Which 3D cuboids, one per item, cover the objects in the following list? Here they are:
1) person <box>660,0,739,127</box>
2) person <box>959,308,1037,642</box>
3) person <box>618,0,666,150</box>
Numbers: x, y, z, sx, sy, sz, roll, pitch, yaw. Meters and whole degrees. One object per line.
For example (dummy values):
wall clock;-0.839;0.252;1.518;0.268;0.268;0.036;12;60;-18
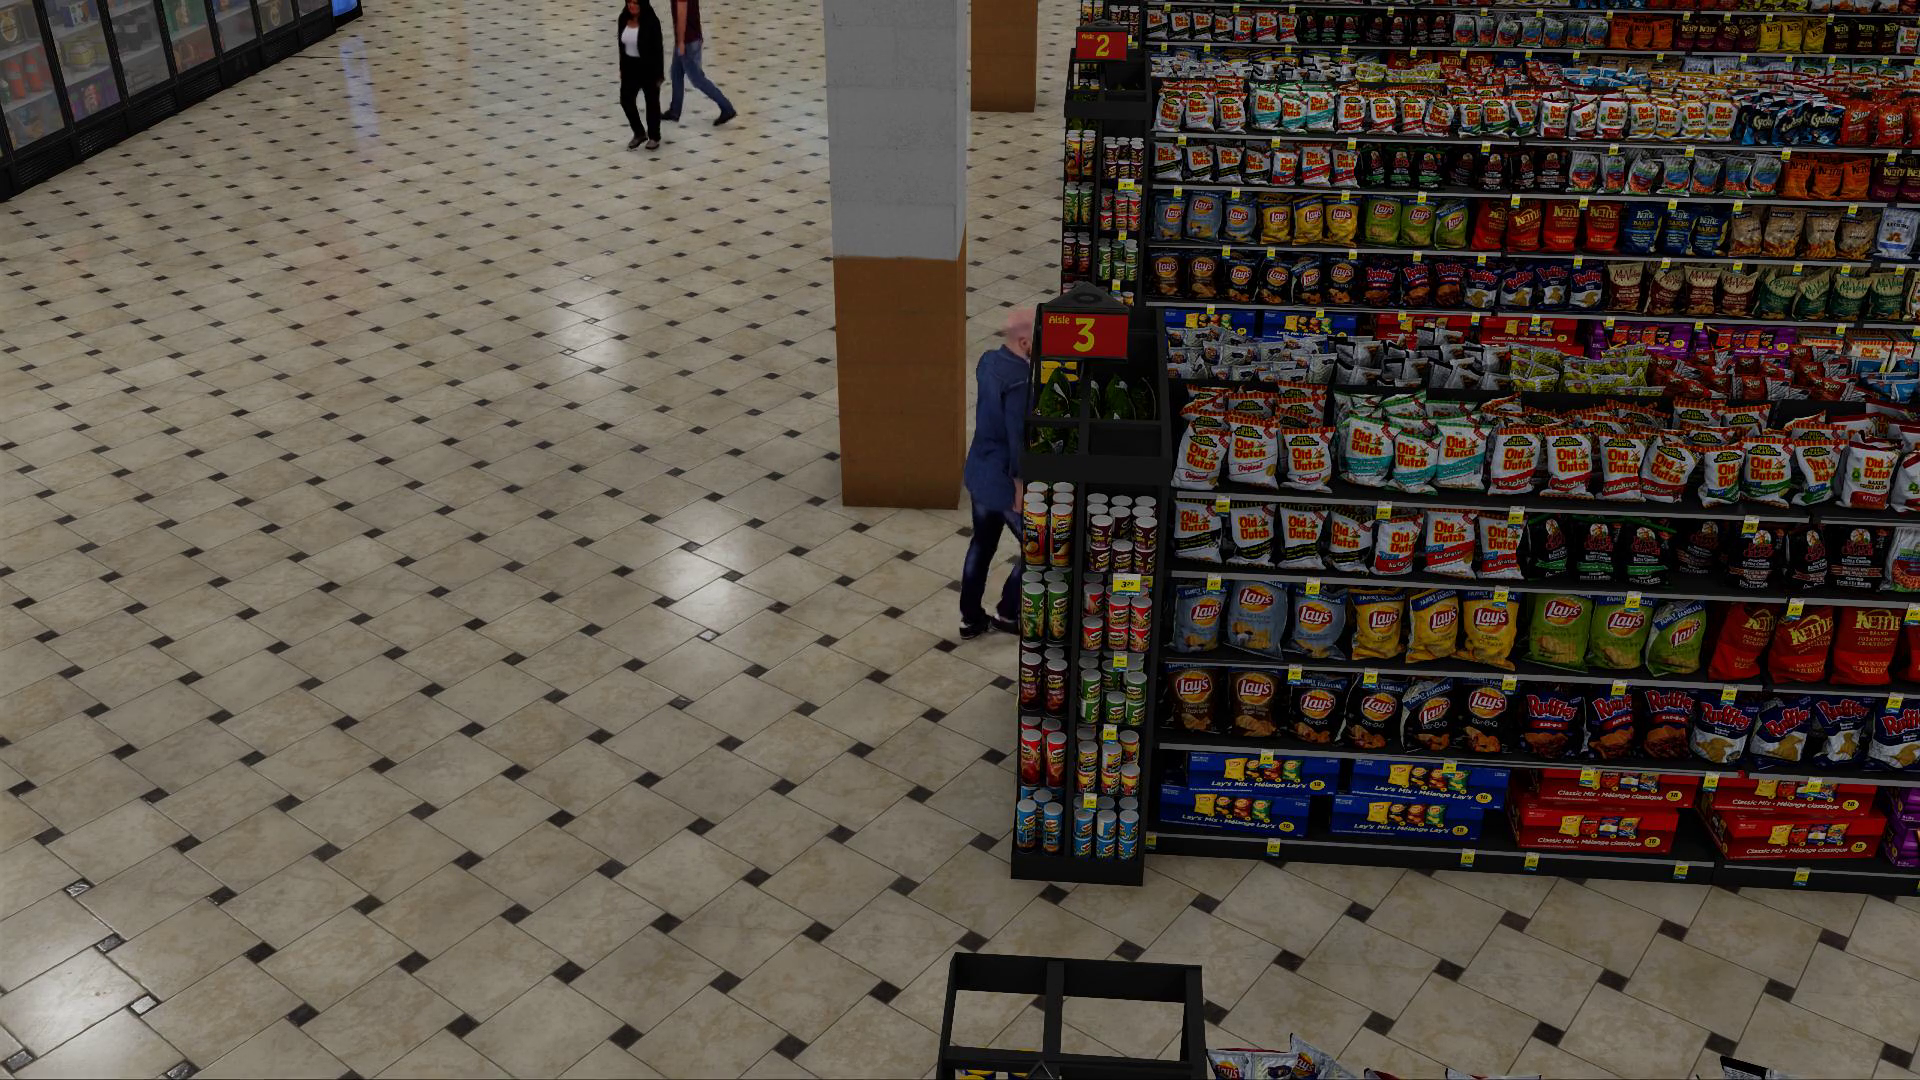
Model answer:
person;-2.716;-5.154;17.161;1.160;1.805;0.710;1;29;2
person;0.165;-0.254;8.185;0.900;1.806;0.905;-16;33;-27
person;-3.121;-4.695;16.533;0.651;1.601;0.796;8;30;15
